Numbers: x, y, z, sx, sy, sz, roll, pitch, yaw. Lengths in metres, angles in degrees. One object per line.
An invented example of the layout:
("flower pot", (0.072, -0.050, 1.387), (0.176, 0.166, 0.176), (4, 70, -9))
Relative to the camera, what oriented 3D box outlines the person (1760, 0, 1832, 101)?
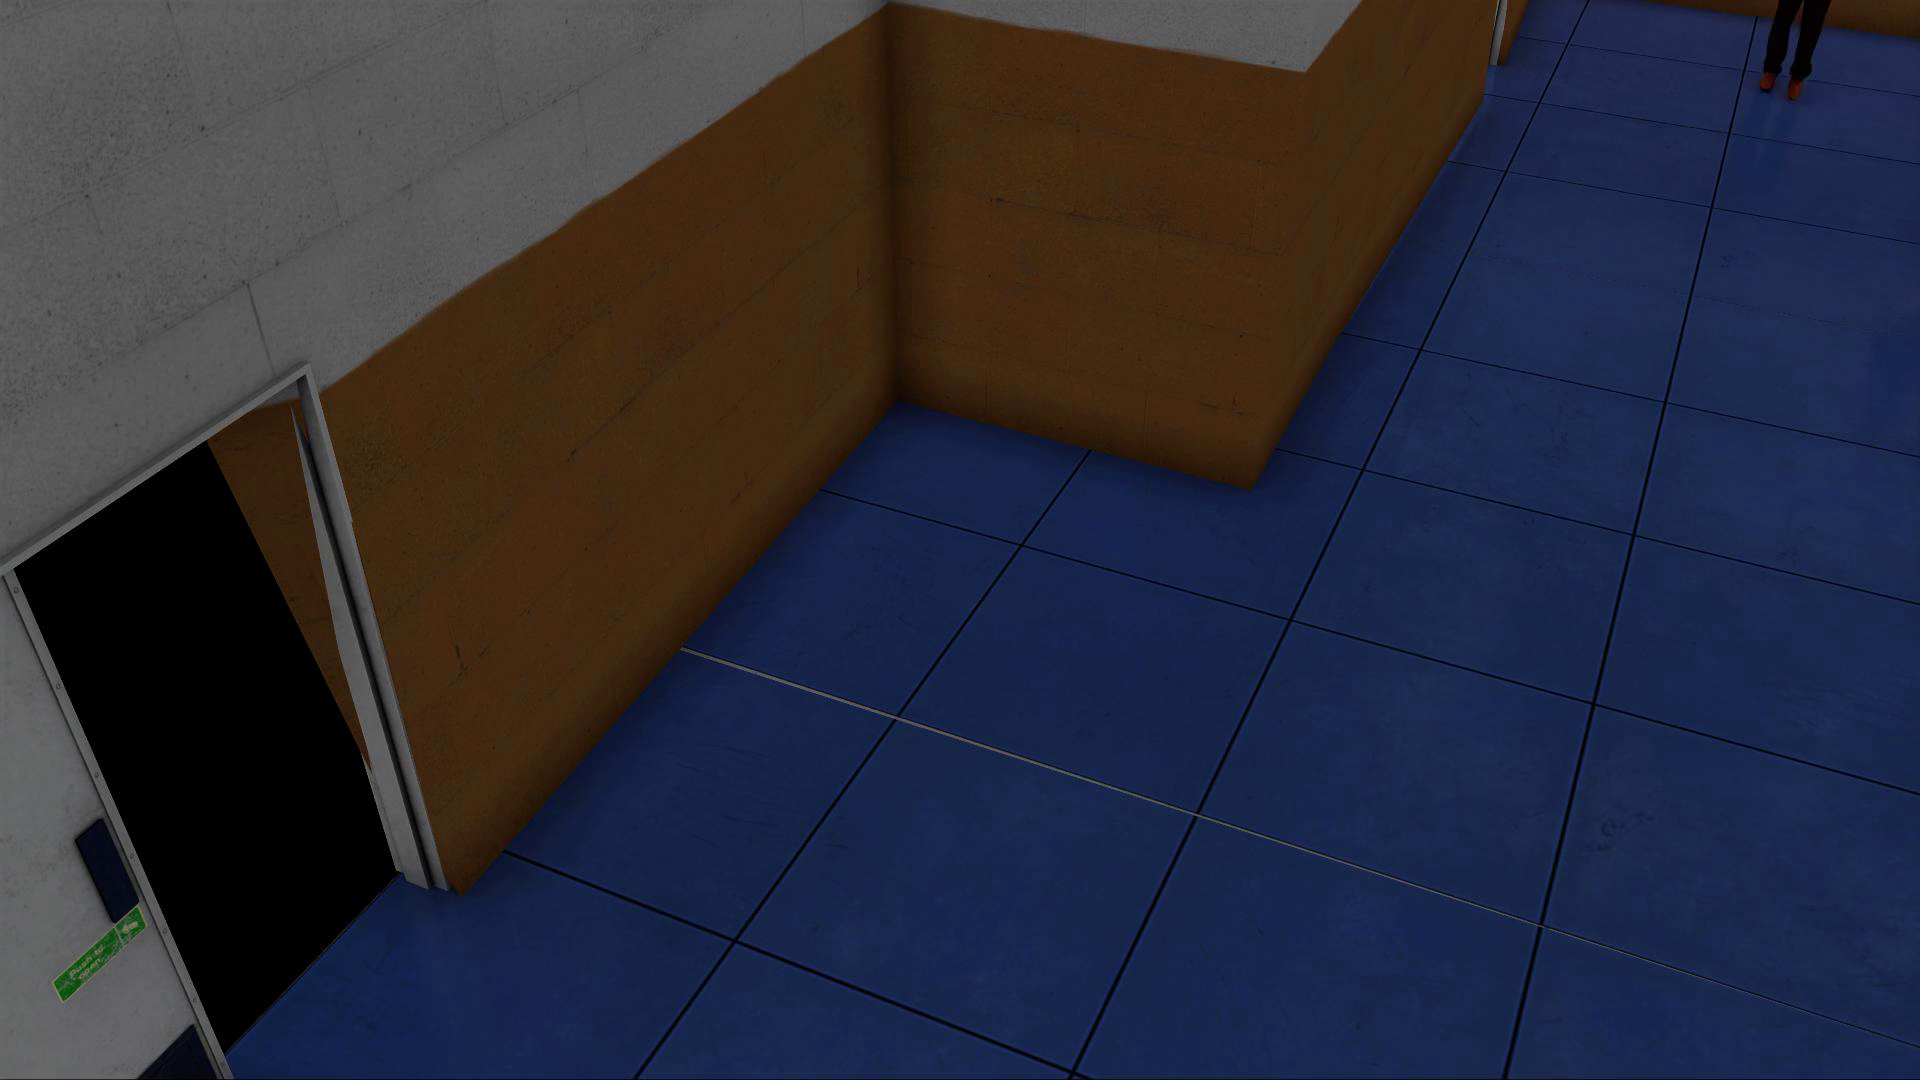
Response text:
("person", (6.236, -4.178, 12.134), (0.673, 1.788, 0.807), (22, 42, 27))
